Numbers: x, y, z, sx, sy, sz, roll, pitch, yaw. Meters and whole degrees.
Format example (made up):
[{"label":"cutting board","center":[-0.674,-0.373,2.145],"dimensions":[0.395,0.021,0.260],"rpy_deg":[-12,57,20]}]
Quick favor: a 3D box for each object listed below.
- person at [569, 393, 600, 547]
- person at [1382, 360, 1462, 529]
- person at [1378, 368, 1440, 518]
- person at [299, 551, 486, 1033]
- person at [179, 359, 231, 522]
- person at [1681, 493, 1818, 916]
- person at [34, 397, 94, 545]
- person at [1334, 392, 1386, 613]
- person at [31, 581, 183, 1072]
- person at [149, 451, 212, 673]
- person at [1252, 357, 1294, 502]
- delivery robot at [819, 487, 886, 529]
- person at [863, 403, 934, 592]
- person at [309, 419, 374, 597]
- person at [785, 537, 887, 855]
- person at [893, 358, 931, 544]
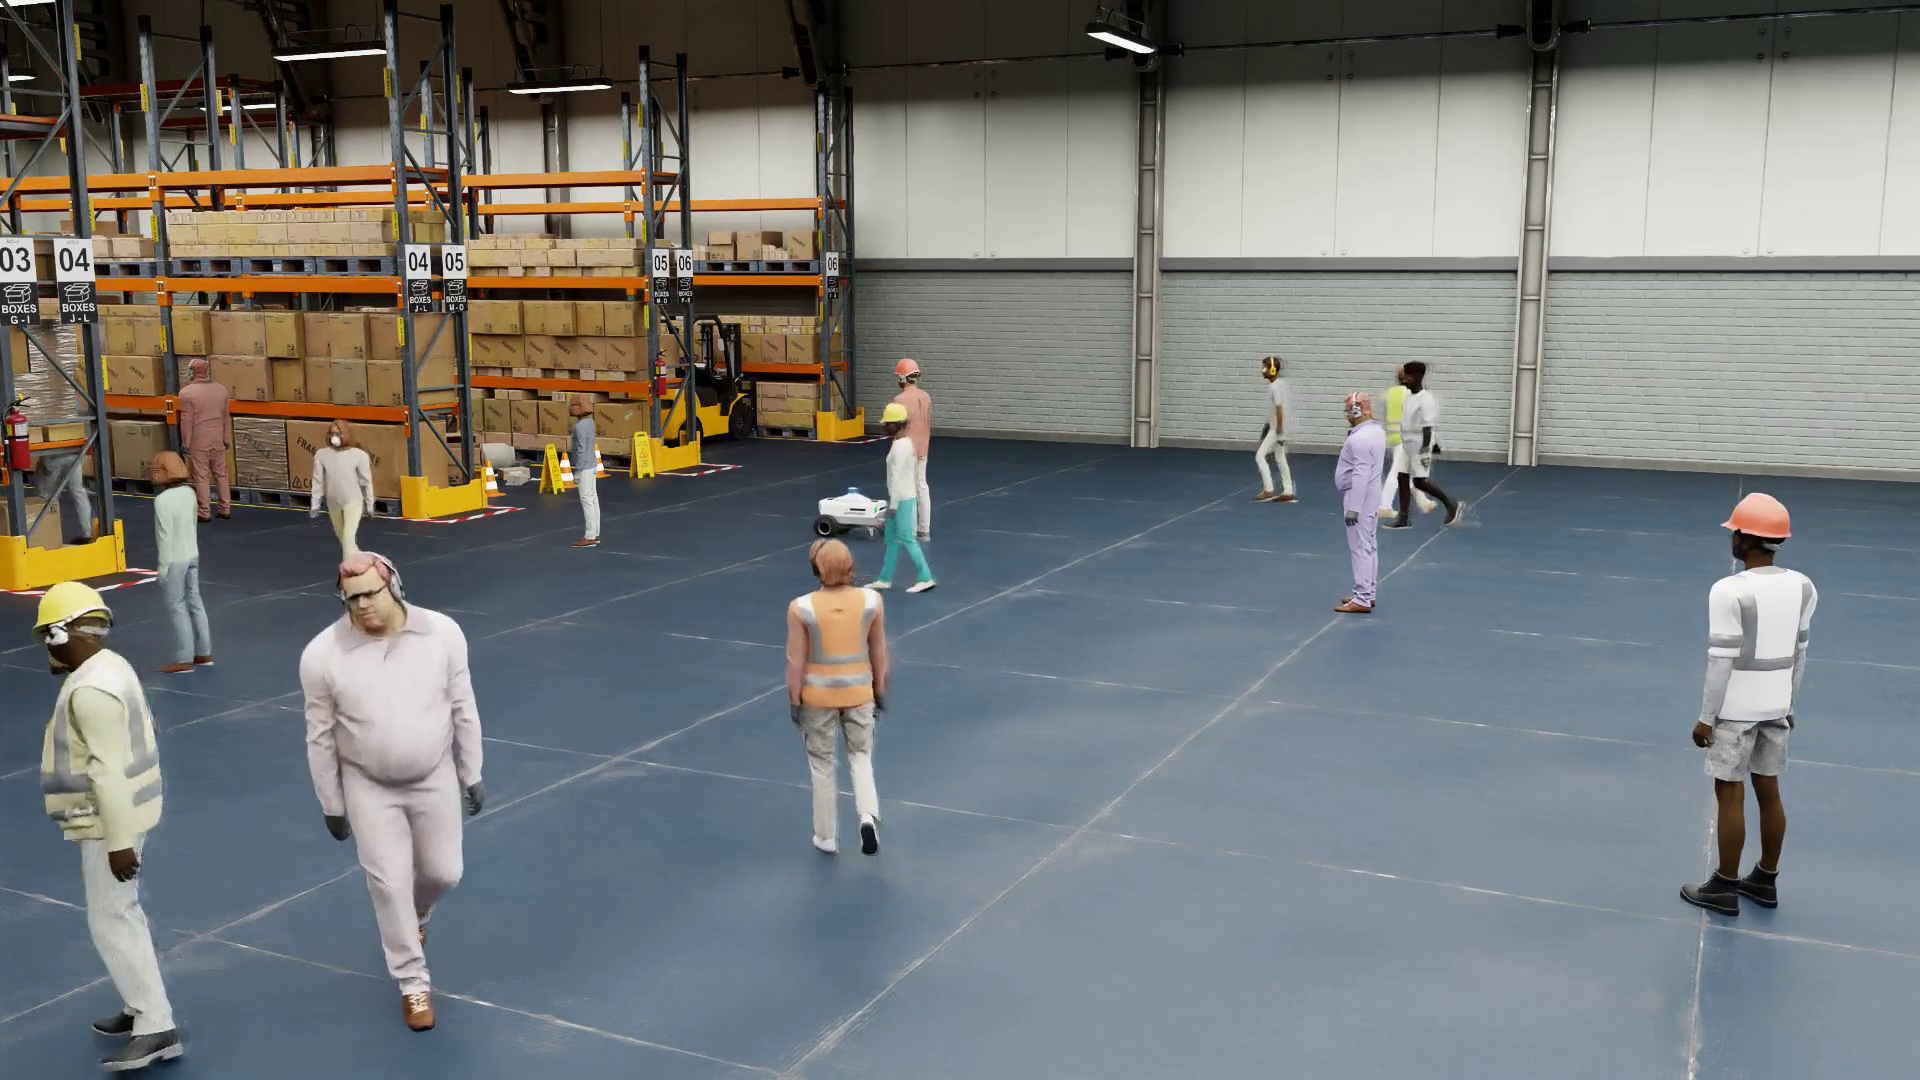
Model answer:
[{"label":"person","center":[-4.006,-0.743,17.708],"dimensions":[0.279,1.634,0.499],"rpy_deg":[0,9,2]},{"label":"person","center":[5.234,-1.063,18.759],"dimensions":[0.778,1.940,0.611],"rpy_deg":[-1,9,-8]},{"label":"person","center":[5.347,-1.158,19.822],"dimensions":[0.959,1.783,0.645],"rpy_deg":[-5,10,-26]},{"label":"person","center":[-2.241,0.945,6.607],"dimensions":[0.665,1.881,0.671],"rpy_deg":[-5,10,-28]},{"label":"person","center":[-8.846,-1.161,19.450],"dimensions":[0.403,1.904,0.651],"rpy_deg":[5,10,27]},{"label":"person","center":[3.595,0.753,7.633],"dimensions":[0.552,1.937,0.388],"rpy_deg":[-3,10,-19]},{"label":"person","center":[-9.679,-0.882,17.744],"dimensions":[0.899,1.905,0.649],"rpy_deg":[4,10,22]},{"label":"person","center":[3.425,-0.322,14.322],"dimensions":[0.400,1.899,0.645],"rpy_deg":[4,10,25]},{"label":"person","center":[-3.215,1.053,6.245],"dimensions":[0.410,1.785,0.713],"rpy_deg":[-5,10,-26]},{"label":"person","center":[-5.732,0.159,12.185],"dimensions":[0.261,1.632,0.506],"rpy_deg":[0,9,2]},{"label":"person","center":[3.941,-1.380,20.981],"dimensions":[0.670,1.849,0.493],"rpy_deg":[3,10,19]},{"label":"delivery robot","center":[-1.172,-0.332,18.202],"dimensions":[0.707,0.478,0.477],"rpy_deg":[3,10,18]},{"label":"person","center":[-0.547,-0.377,15.155],"dimensions":[0.593,1.759,0.541],"rpy_deg":[0,9,1]},{"label":"person","center":[-5.628,-0.323,15.248],"dimensions":[0.499,1.597,0.821],"rpy_deg":[1,9,6]},{"label":"person","center":[-0.598,0.800,8.254],"dimensions":[0.527,1.624,0.503],"rpy_deg":[-3,10,-17]},{"label":"person","center":[-0.546,-0.953,17.896],"dimensions":[0.395,1.993,0.618],"rpy_deg":[6,11,33]}]
